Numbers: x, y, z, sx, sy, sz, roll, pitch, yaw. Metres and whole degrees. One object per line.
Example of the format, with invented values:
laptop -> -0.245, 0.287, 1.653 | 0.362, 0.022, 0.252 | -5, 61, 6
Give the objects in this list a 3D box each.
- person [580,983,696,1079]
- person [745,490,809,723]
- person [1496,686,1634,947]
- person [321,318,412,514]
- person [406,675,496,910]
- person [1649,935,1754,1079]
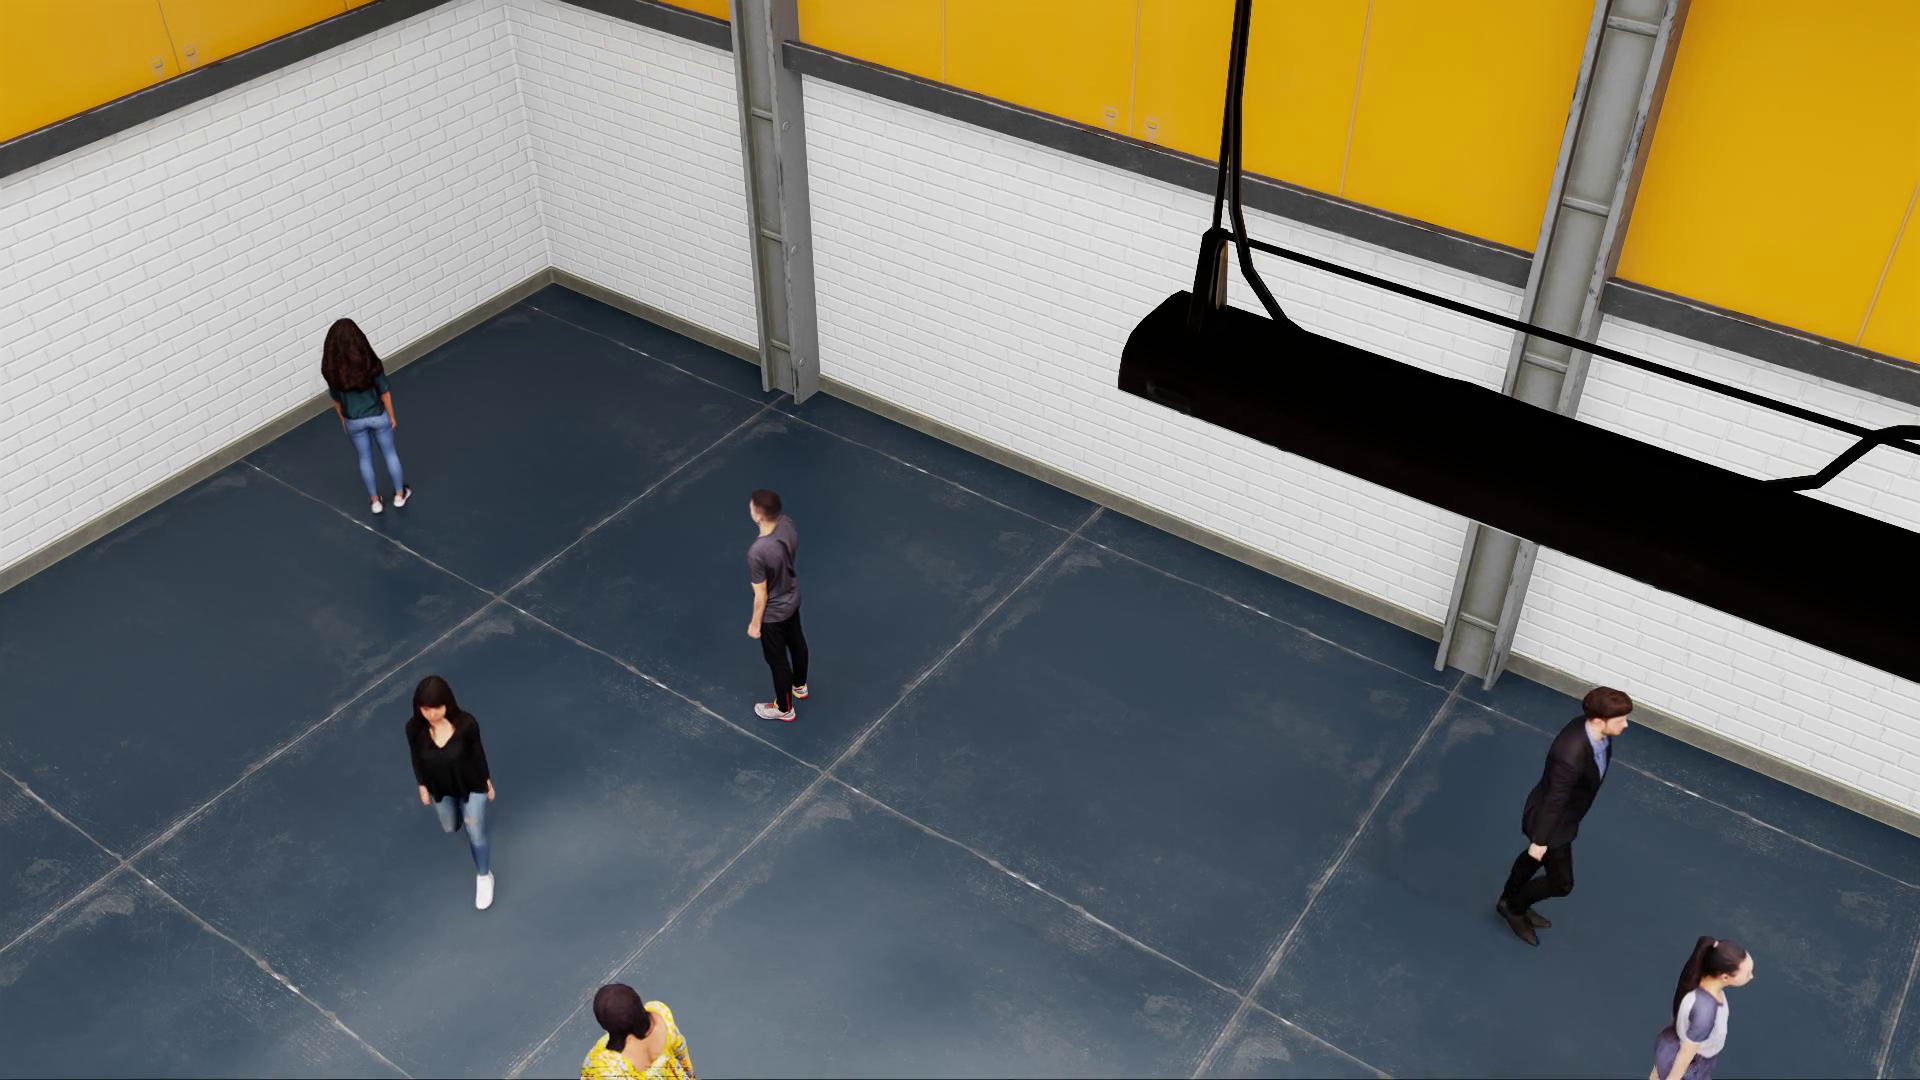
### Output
person -> -1.462, 2.691, 7.805 | 0.994, 1.622, 0.819 | 15, 41, 18
person -> -1.165, 0.410, 10.548 | 0.607, 1.763, 0.687 | 15, 41, 18
person -> 3.195, 1.475, 9.125 | 0.615, 1.874, 0.716 | 25, 45, 27
person -> -4.411, -0.915, 12.324 | 0.714, 1.616, 0.766 | -9, 40, -11
person -> -2.868, 1.336, 9.492 | 0.927, 1.633, 0.958 | -4, 39, -5
person -> 3.411, 2.477, 8.059 | 0.644, 1.638, 0.668 | 14, 41, 16
